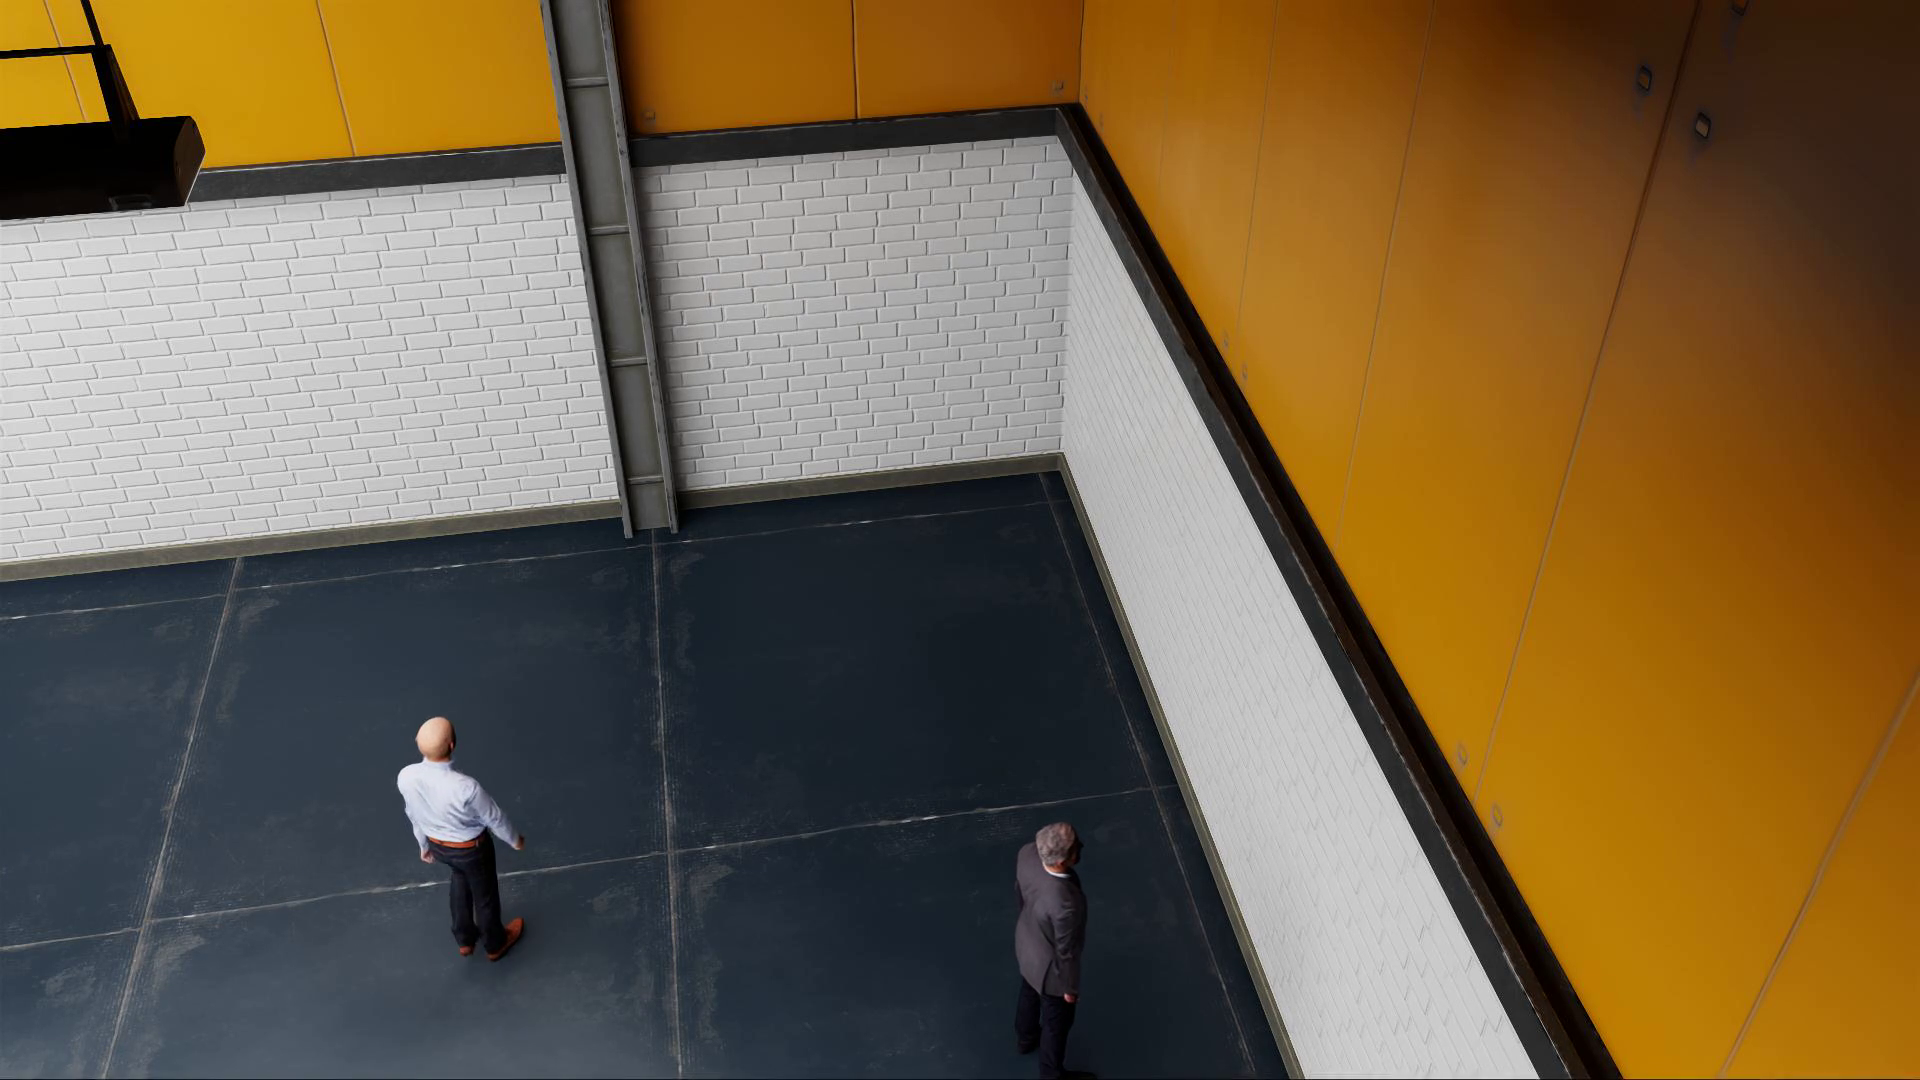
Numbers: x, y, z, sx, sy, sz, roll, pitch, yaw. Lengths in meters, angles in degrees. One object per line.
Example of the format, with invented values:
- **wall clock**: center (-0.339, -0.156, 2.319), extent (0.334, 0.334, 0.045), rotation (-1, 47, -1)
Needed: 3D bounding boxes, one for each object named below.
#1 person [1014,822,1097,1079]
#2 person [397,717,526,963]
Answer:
- **person**: center (0.455, 2.053, 8.296), extent (0.678, 1.842, 0.756), rotation (-14, 41, -17)
- **person**: center (-2.658, 1.676, 8.816), extent (0.738, 1.783, 0.838), rotation (12, 40, 14)
